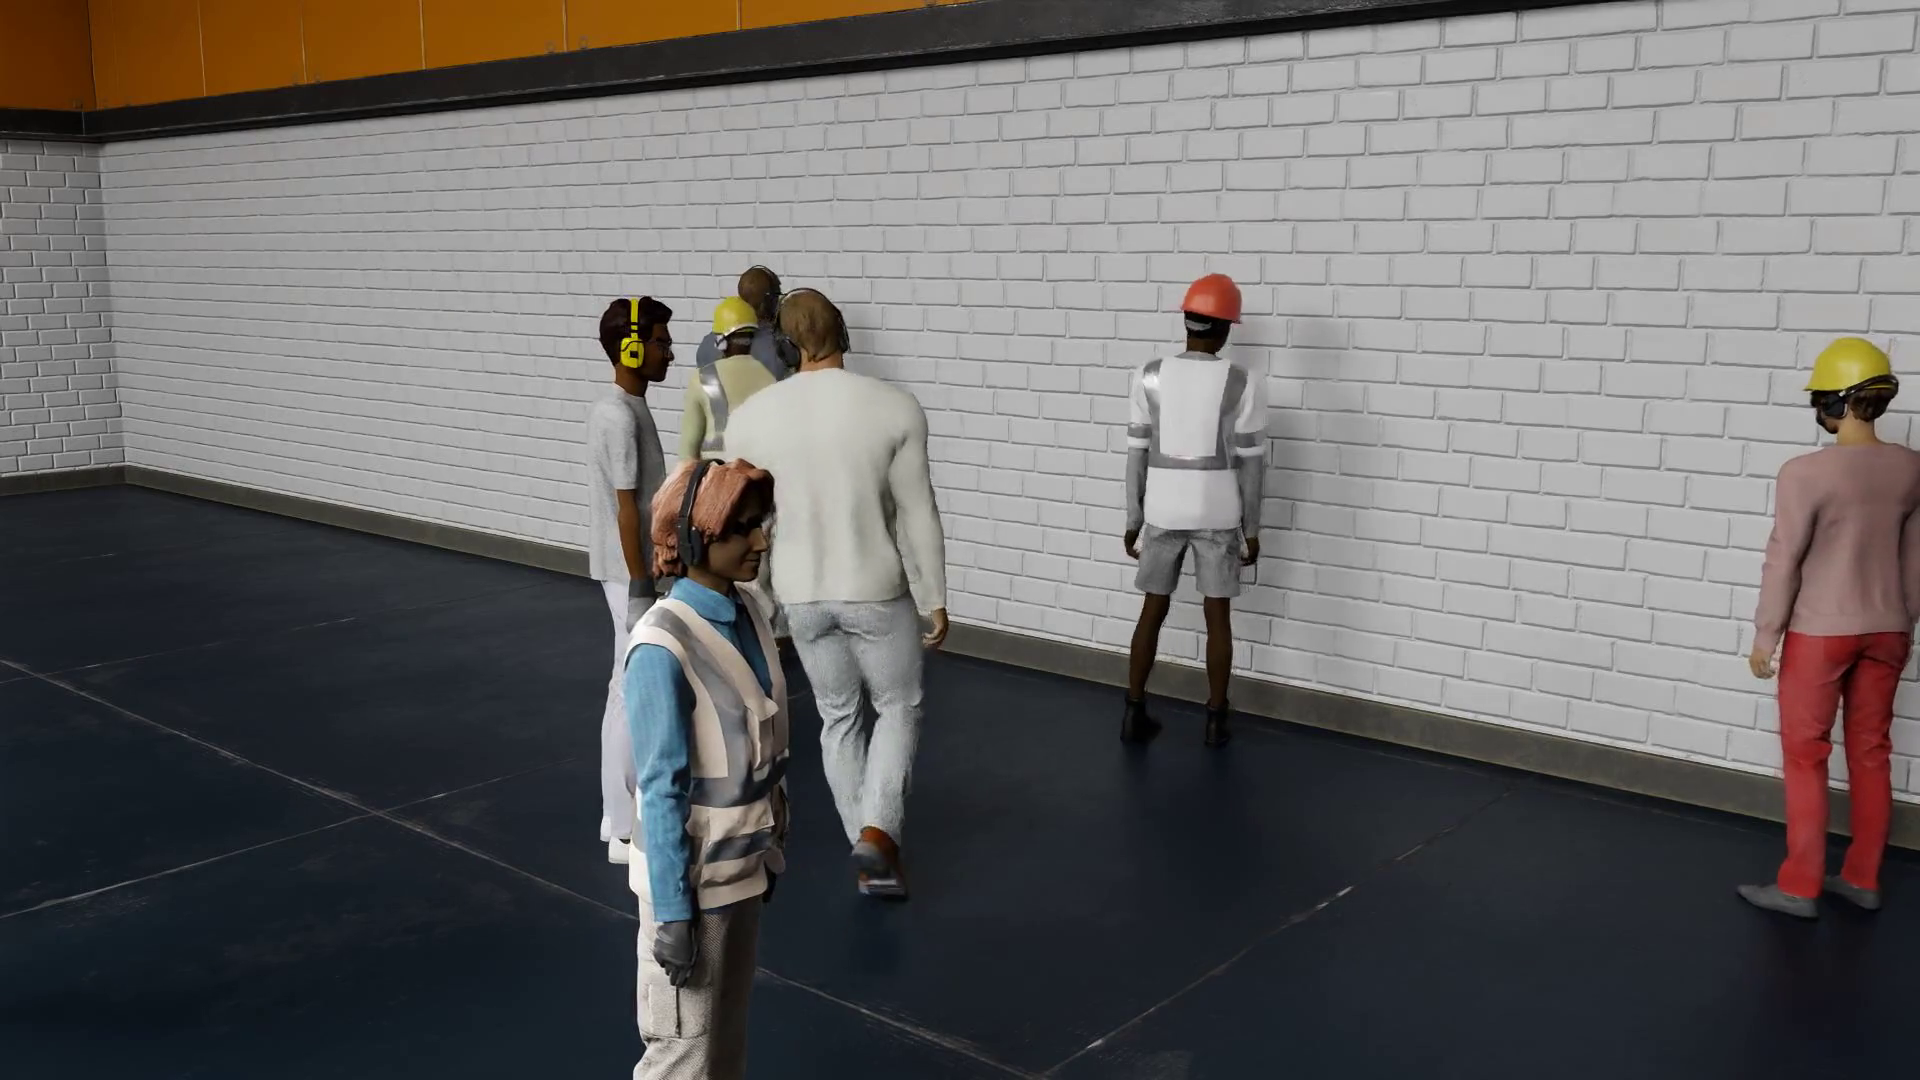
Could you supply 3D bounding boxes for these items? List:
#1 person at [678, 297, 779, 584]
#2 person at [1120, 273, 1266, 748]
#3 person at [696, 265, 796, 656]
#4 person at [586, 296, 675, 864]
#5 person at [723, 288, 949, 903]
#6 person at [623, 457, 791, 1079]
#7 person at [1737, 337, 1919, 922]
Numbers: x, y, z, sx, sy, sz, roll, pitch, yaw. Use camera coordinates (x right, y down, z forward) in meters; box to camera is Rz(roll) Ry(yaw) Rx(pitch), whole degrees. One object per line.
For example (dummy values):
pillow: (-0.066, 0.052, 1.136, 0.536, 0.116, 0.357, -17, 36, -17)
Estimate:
person: (-1.078, -0.292, 8.187, 0.613, 1.797, 0.878, -5, 11, -27)
person: (0.944, -0.101, 6.740, 0.585, 1.919, 0.378, 4, 11, 20)
person: (-1.003, -0.390, 8.296, 0.634, 1.936, 0.351, 4, 11, 22)
person: (-1.064, 0.136, 5.507, 0.312, 1.866, 0.538, -3, 10, -15)
person: (-0.382, 0.197, 5.057, 0.687, 1.905, 0.583, 1, 10, 7)
person: (-0.479, 0.655, 3.196, 0.311, 1.638, 0.523, 2, 10, 11)
person: (2.644, 0.274, 5.031, 0.538, 1.759, 0.342, -2, 10, -12)
